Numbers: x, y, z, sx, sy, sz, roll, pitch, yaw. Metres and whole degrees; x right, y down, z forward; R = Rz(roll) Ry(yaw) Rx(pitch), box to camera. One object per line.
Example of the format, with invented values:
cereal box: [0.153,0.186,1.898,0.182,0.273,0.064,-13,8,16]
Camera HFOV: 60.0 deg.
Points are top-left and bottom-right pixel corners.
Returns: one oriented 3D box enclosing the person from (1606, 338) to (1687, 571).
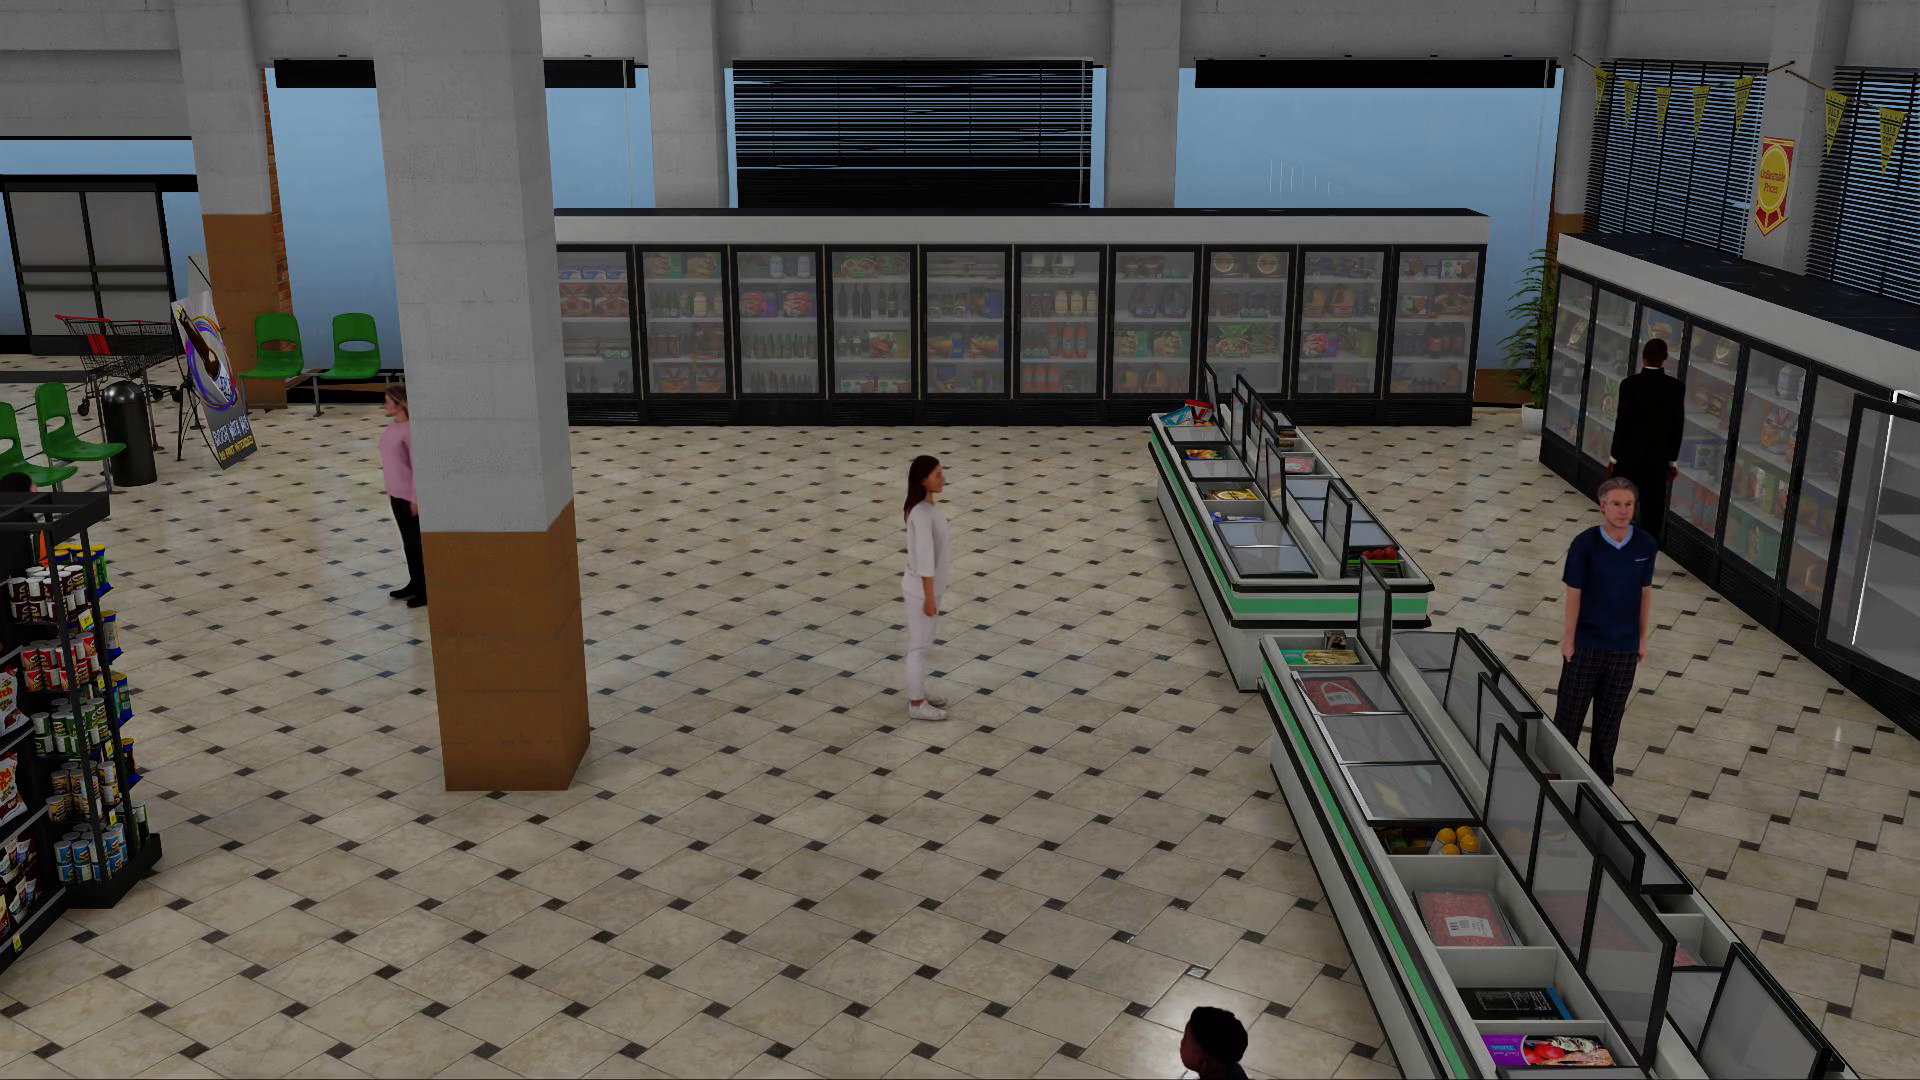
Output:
person: [5.410,-0.655,13.173,0.720,1.904,0.647,2,17,7]

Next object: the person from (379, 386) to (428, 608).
person: [-4.136,-0.349,12.540,0.745,1.687,0.671,-14,22,-38]

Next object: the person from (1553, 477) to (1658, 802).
person: [3.564,0.555,9.246,0.647,1.871,0.522,0,17,0]

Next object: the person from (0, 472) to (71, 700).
person: [-5.433,0.450,9.802,0.708,1.749,0.718,10,19,29]

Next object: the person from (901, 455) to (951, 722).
person: [-0.224,0.288,10.443,0.650,1.687,0.447,0,17,-1]
